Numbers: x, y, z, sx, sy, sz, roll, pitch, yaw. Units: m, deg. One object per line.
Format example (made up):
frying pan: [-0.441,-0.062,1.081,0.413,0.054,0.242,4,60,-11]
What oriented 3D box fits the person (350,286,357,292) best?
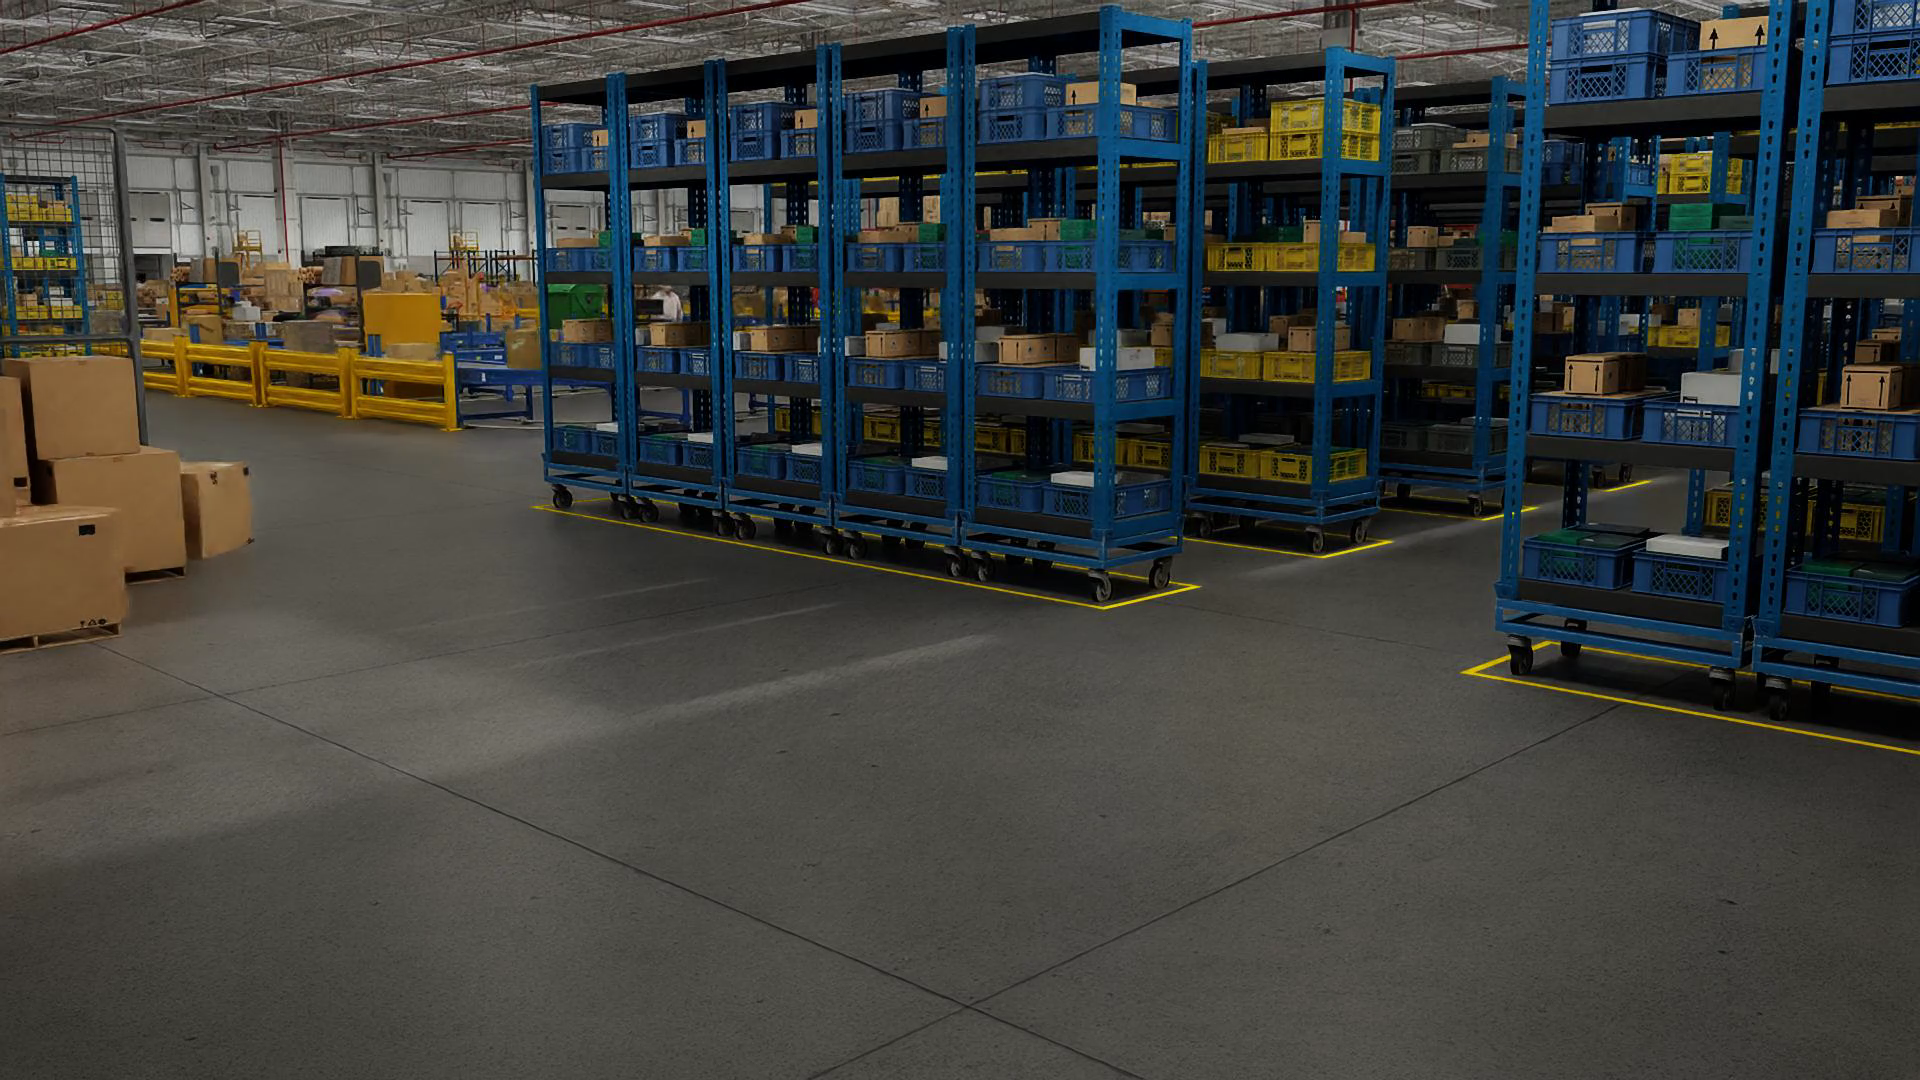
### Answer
person: [-31.979,-13.174,87.636,0.383,1.924,0.594,0,9,2]

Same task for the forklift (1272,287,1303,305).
forklift: [10.769,-8.203,54.240,1.129,2.768,1.873,8,12,42]

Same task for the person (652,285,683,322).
person: [-6.152,-4.546,34.947,0.659,1.865,0.977,-8,12,-41]

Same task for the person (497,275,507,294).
person: [-18.124,-9.525,65.520,0.554,1.838,0.859,4,10,23]

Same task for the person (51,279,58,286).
person: [-35.088,-9.313,64.584,0.654,1.718,0.506,1,9,4]

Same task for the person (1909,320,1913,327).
person: [12.294,-2.392,21.321,0.376,1.995,0.608,5,11,28]

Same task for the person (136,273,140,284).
person: [-42.595,-12.931,86.404,0.633,1.843,0.429,5,11,30]

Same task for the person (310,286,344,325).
person: [-12.421,-4.258,32.648,0.615,2.036,0.385,-5,11,-29]

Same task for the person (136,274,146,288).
person: [-27.493,-8.033,56.133,0.993,1.912,0.635,-7,12,-38]

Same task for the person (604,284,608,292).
person: [-13.901,-9.454,65.455,0.896,1.725,0.534,-7,12,-37]

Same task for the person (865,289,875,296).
person: [-3.260,-8.539,59.671,0.945,1.784,0.612,7,11,35]

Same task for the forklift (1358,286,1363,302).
forklift: [11.100,-7.017,46.970,1.873,2.768,1.129,9,13,43]

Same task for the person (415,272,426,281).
person: [-28.714,-13.275,88.351,0.647,1.908,0.776,2,10,13]

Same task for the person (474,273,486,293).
person: [-16.702,-8.302,57.776,0.526,1.920,0.580,-9,13,-43]
